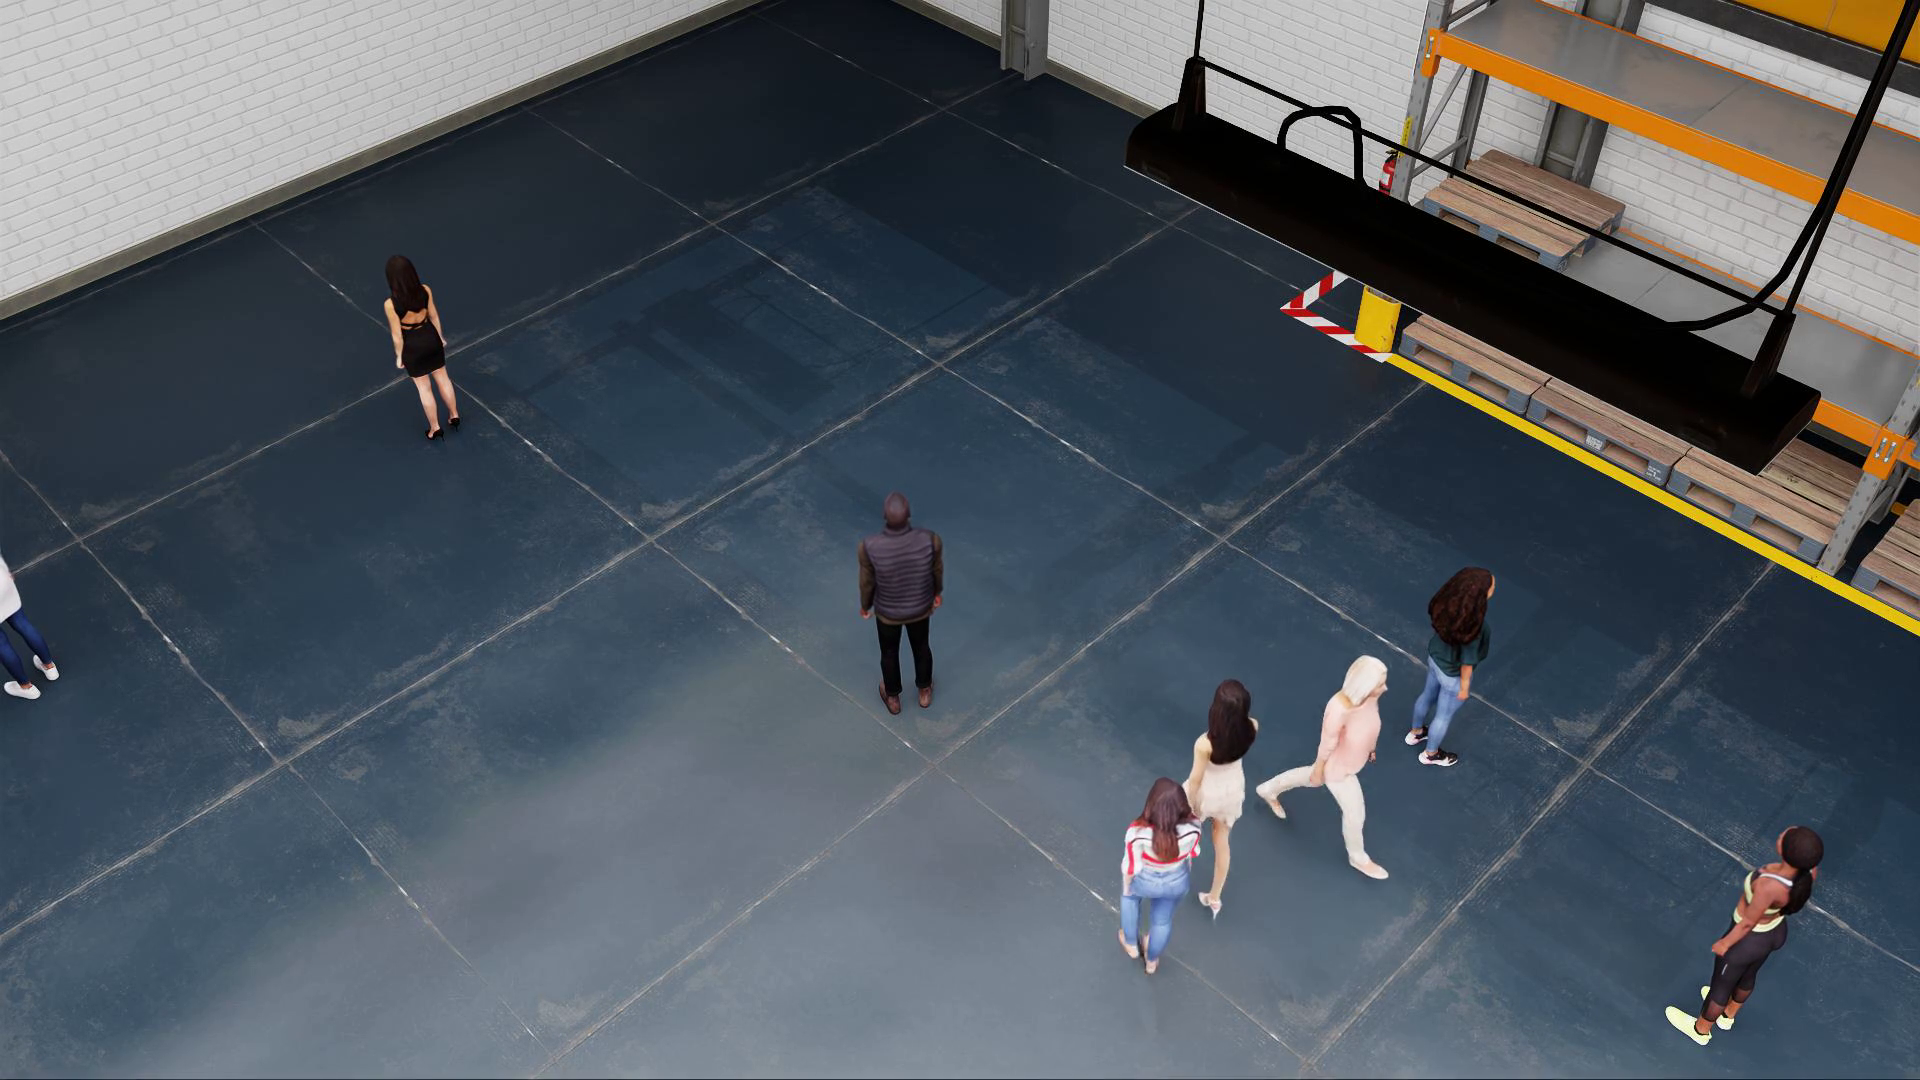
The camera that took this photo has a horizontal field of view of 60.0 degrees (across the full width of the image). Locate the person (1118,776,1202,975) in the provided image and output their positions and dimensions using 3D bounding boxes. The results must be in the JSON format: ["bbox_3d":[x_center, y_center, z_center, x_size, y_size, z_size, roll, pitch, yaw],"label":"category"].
[{"bbox_3d":[1.107,1.914,9.154,0.696,1.605,0.749,-1,44,-1],"label":"person"}]

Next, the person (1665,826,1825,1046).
[{"bbox_3d":[4.225,2.111,8.839,0.617,1.755,0.602,-20,47,-20],"label":"person"}]

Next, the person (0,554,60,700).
[{"bbox_3d":[-6.276,0.336,10.688,0.625,1.775,0.668,21,47,21],"label":"person"}]

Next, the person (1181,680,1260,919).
[{"bbox_3d":[1.509,1.525,9.500,0.878,1.692,1.110,-15,46,-15],"label":"person"}]

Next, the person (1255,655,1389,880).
[{"bbox_3d":[2.163,1.246,9.801,1.194,1.680,0.683,29,51,27],"label":"person"}]

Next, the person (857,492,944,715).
[{"bbox_3d":[-0.368,0.408,10.568,0.782,1.835,0.791,-7,44,-8],"label":"person"}]

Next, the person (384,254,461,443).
[{"bbox_3d":[-4.096,-1.454,12.657,0.566,1.649,0.466,-34,53,-30],"label":"person"}]

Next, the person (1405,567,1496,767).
[{"bbox_3d":[3.048,0.777,10.339,0.766,1.617,0.681,-11,45,-11],"label":"person"}]
